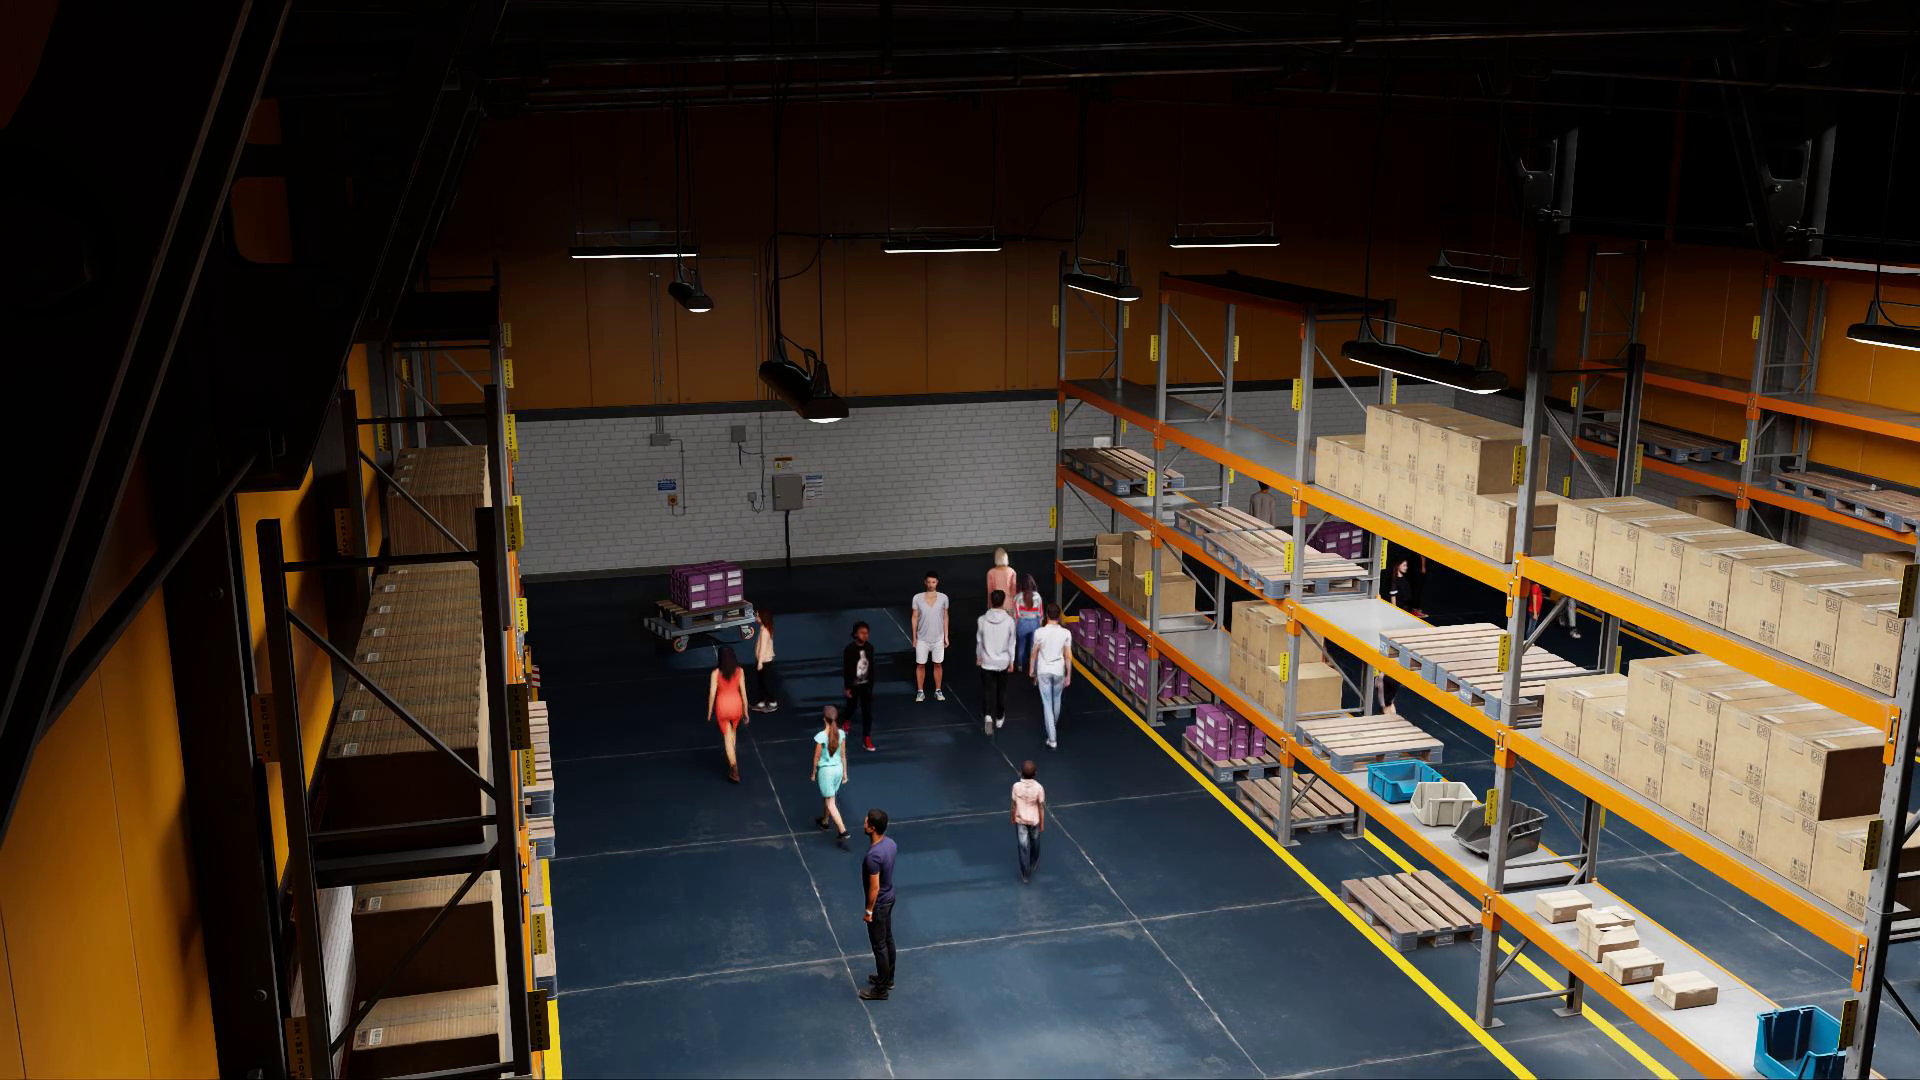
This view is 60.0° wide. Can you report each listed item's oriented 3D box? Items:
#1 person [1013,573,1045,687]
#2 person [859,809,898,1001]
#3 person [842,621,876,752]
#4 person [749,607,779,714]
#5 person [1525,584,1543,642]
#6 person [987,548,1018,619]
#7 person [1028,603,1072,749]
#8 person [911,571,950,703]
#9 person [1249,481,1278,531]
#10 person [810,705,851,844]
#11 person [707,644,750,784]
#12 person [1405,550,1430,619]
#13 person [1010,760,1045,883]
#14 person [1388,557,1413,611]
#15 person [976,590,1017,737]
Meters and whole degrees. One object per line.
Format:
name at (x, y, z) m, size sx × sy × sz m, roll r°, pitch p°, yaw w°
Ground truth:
person at (0.975, 1.329, 23.680) m, size 0.735 × 1.529 × 1.228 m, roll -1°, pitch 14°, yaw -3°
person at (-0.724, 3.278, 15.068) m, size 0.773 × 1.793 × 0.649 m, roll 4°, pitch 14°, yaw 15°
person at (-1.329, 1.844, 21.298) m, size 0.678 × 1.649 × 1.043 m, roll -6°, pitch 15°, yaw -23°
person at (-2.629, 1.622, 22.581) m, size 0.702 × 1.477 × 0.609 m, roll -2°, pitch 14°, yaw -8°
person at (8.685, 1.075, 25.191) m, size 0.633 × 1.311 × 0.566 m, roll 6°, pitch 15°, yaw 22°
person at (0.631, 0.978, 24.739) m, size 0.662 × 1.713 × 0.657 m, roll -1°, pitch 14°, yaw -2°
person at (1.172, 1.773, 21.279) m, size 0.747 × 1.796 × 1.267 m, roll -2°, pitch 14°, yaw -8°
person at (-0.412, 1.322, 23.035) m, size 0.702 × 1.847 × 0.608 m, roll -2°, pitch 14°, yaw -8°
person at (5.311, -0.195, 29.174) m, size 0.739 × 1.905 × 0.805 m, roll 8°, pitch 16°, yaw 31°
person at (-1.407, 2.608, 18.394) m, size 0.818 × 1.530 × 1.106 m, roll -11°, pitch 17°, yaw -38°
person at (-2.762, 2.117, 20.076) m, size 0.767 × 1.694 × 1.024 m, roll -7°, pitch 15°, yaw -28°
person at (7.470, 0.378, 27.124) m, size 0.720 × 1.756 × 0.519 m, roll -1°, pitch 14°, yaw -6°
person at (0.706, 2.964, 17.441) m, size 0.634 × 1.287 × 0.823 m, roll 0°, pitch 14°, yaw 0°
person at (6.465, 1.033, 24.670) m, size 0.767 × 1.638 × 0.714 m, roll 8°, pitch 16°, yaw 31°
person at (0.455, 1.613, 21.702) m, size 0.920 × 1.909 × 1.218 m, roll 1°, pitch 14°, yaw 4°
